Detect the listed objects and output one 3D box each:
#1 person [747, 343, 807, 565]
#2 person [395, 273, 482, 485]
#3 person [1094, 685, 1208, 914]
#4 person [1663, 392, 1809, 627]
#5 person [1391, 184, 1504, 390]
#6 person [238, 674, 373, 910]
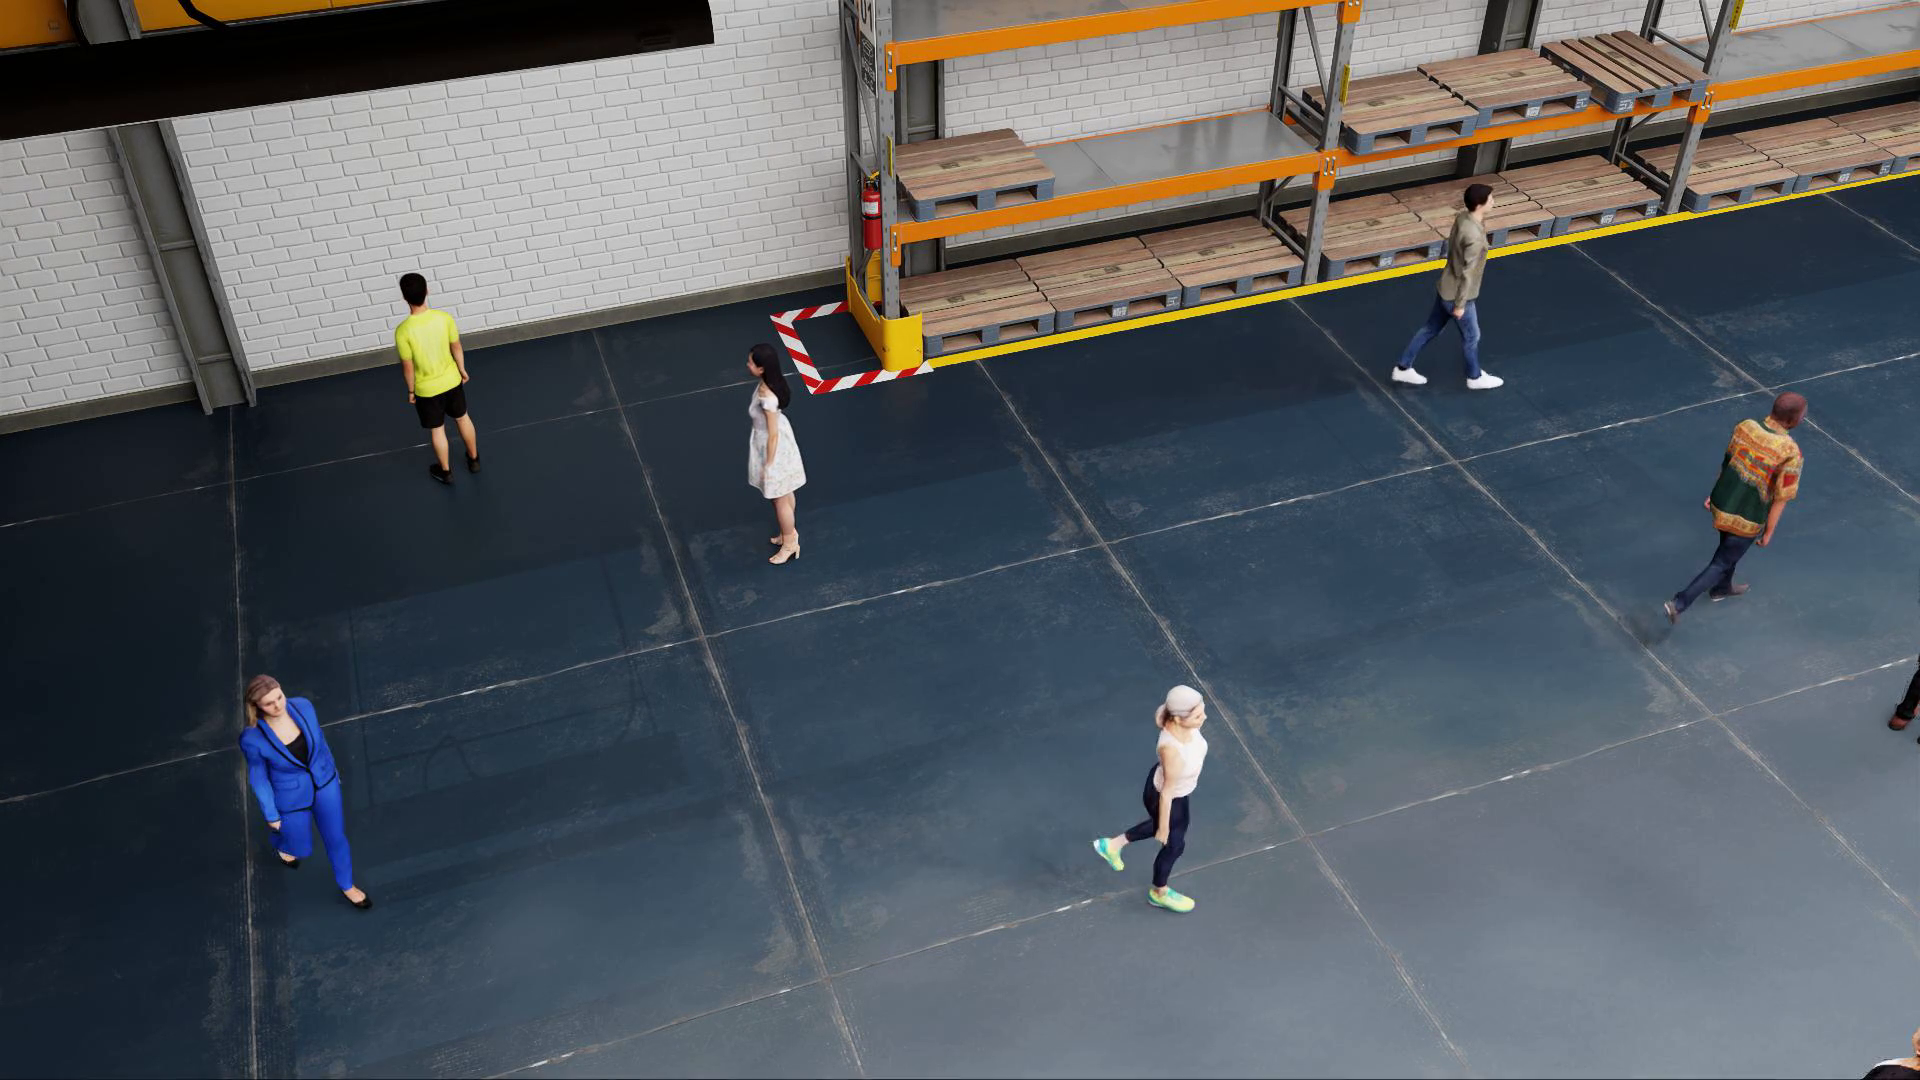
[{"bbox_3d":[-1.299,-0.599,11.570,0.749,1.774,0.738,0,39,0],"label":"person"},{"bbox_3d":[-3.899,-1.202,12.379,0.560,1.707,0.743,-26,45,-28],"label":"person"},{"bbox_3d":[1.058,1.401,9.136,0.968,1.688,0.869,10,40,12],"label":"person"},{"bbox_3d":[5.114,-0.166,11.030,1.146,1.772,0.741,-17,42,-20],"label":"person"},{"bbox_3d":[3.872,-1.977,13.260,1.248,1.819,0.978,1,39,1],"label":"person"},{"bbox_3d":[-3.683,1.359,9.191,0.967,1.684,0.966,23,44,27],"label":"person"}]
